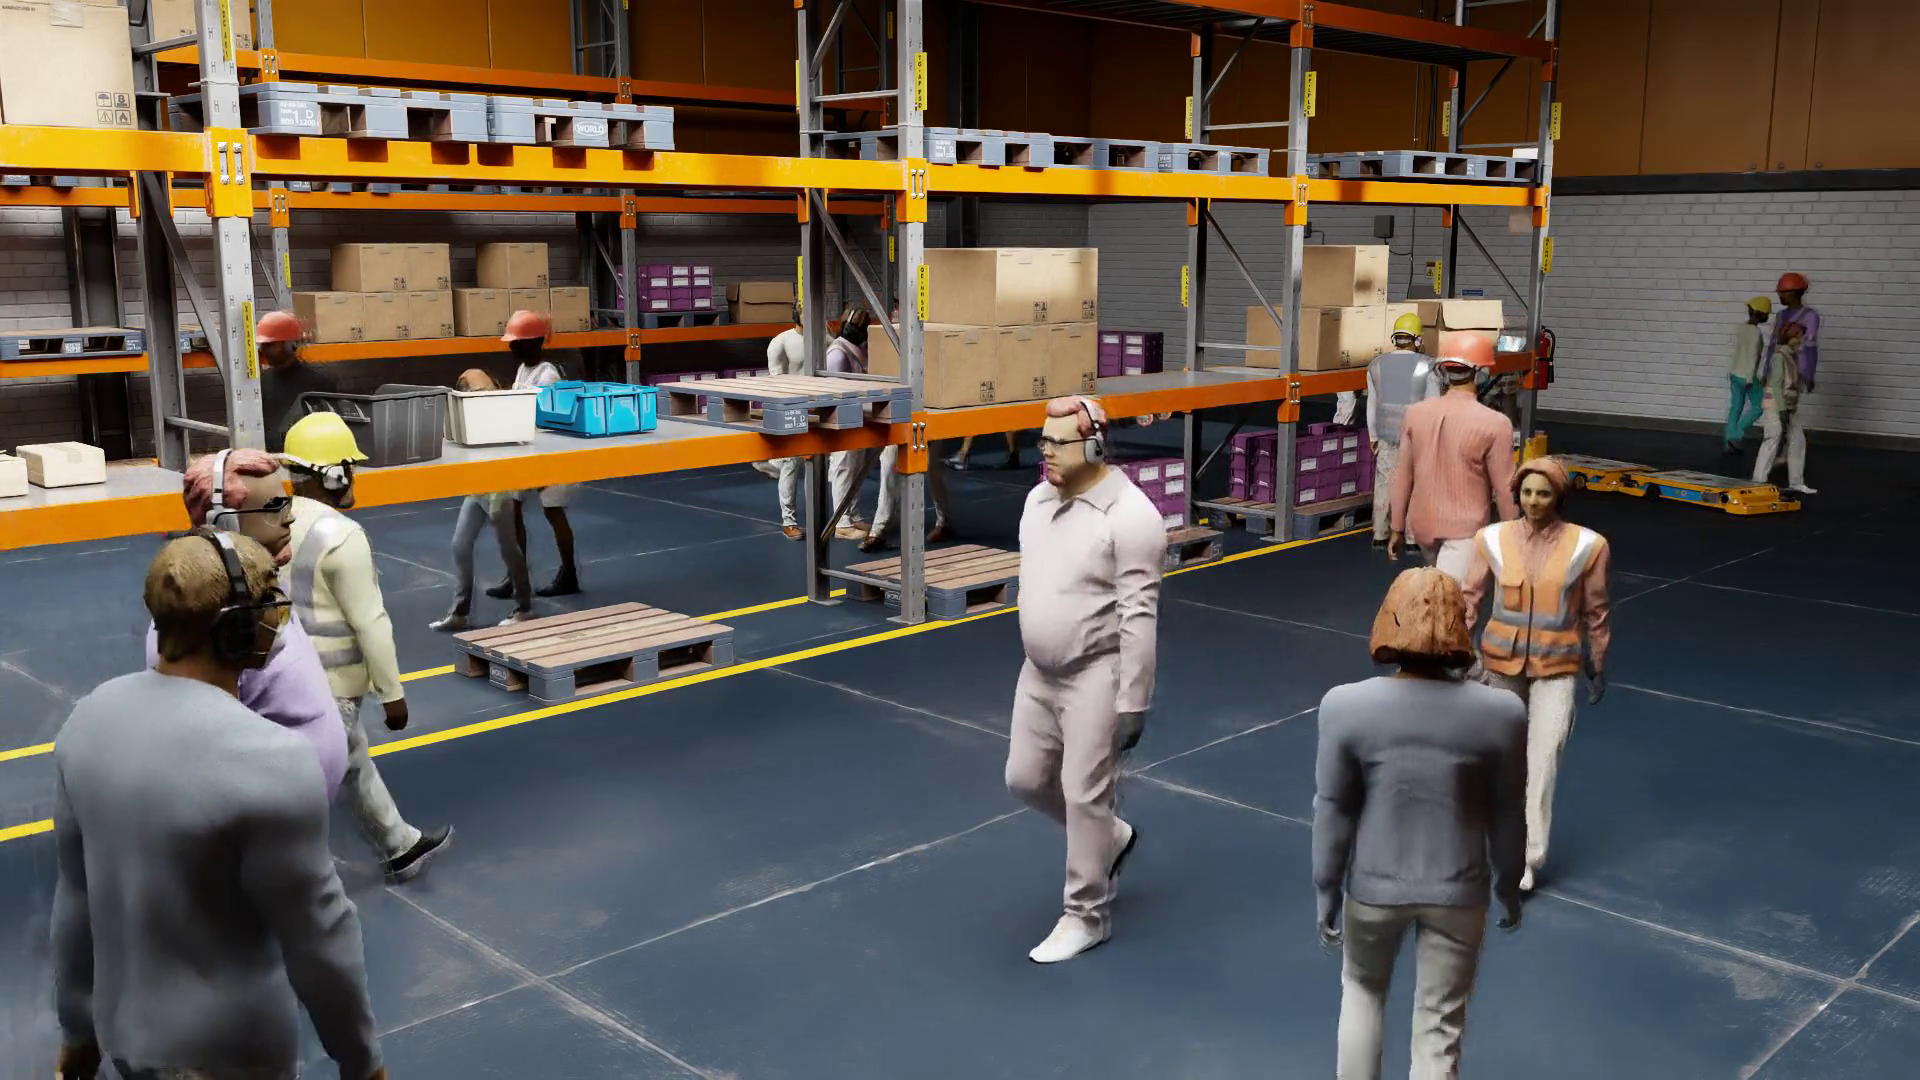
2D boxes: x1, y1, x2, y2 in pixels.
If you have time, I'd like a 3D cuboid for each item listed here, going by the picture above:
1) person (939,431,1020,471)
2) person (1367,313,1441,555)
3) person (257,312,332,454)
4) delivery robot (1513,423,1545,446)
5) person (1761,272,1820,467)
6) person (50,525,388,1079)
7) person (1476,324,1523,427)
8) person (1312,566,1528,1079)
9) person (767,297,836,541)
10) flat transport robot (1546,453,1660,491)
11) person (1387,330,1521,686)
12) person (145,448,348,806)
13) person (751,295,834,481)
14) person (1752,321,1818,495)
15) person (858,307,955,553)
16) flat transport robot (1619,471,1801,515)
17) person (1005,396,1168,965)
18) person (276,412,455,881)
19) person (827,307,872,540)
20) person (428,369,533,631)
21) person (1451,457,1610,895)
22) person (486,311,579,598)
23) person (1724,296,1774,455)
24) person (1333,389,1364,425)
[{"bbox_3d":[0.222,-1.619,16.861,0.948,1.891,0.569,-4,11,-21],"label":"person"},{"bbox_3d":[3.369,-0.803,12.625,0.587,1.827,0.403,9,14,40],"label":"person"},{"bbox_3d":[-4.112,-0.420,10.206,0.621,1.944,1.006,7,13,34],"label":"person"},{"bbox_3d":[5.636,-1.045,17.141,0.477,0.478,0.707,-10,14,-43],"label":"delivery robot"},{"bbox_3d":[8.575,-1.746,17.220,0.462,2.019,0.630,-1,10,-5],"label":"person"},{"bbox_3d":[-1.316,0.900,3.157,0.644,1.881,1.032,7,12,33],"label":"person"},{"bbox_3d":[5.490,-1.484,16.915,0.608,1.613,0.325,2,11,12],"label":"person"},{"bbox_3d":[1.126,0.866,4.101,0.509,1.614,0.514,3,11,16],"label":"person"},{"bbox_3d":[-1.223,-0.974,13.235,0.632,1.940,0.372,-9,13,-39],"label":"person"},{"bbox_3d":[6.025,-0.669,16.120,0.652,0.197,1.431,-4,11,-23],"label":"flat transport robot"},{"bbox_3d":[2.486,-0.063,8.252,1.050,1.938,0.646,-7,13,-35],"label":"person"},{"bbox_3d":[-1.691,0.726,4.046,0.406,1.911,0.638,-3,11,-15],"label":"person"},{"bbox_3d":[-1.567,-1.472,16.227,0.956,1.839,0.580,-2,11,-12],"label":"person"},{"bbox_3d":[7.681,-1.199,15.335,0.665,1.613,0.545,10,14,42],"label":"person"},{"bbox_3d":[-0.369,-0.863,12.791,0.645,1.891,1.030,7,13,34],"label":"person"},{"bbox_3d":[6.685,-0.441,14.880,0.652,0.197,1.431,-5,11,-24],"label":"flat transport robot"},{"bbox_3d":[0.433,0.452,5.596,0.536,1.893,0.653,-8,13,-38],"label":"person"},{"bbox_3d":[-2.127,0.444,5.871,0.624,1.795,0.887,9,13,39],"label":"person"},{"bbox_3d":[-0.848,-0.932,13.290,0.429,1.838,0.621,2,11,12],"label":"person"},{"bbox_3d":[-2.926,-0.226,10.064,0.513,1.598,0.739,9,13,39],"label":"person"},{"bbox_3d":[2.141,0.477,6.274,0.545,1.588,0.888,6,12,29],"label":"person"},{"bbox_3d":[-2.859,-0.538,10.925,0.759,1.909,0.584,-8,13,-36],"label":"person"},{"bbox_3d":[8.600,-1.781,18.145,0.393,1.748,0.532,0,10,0],"label":"person"},{"bbox_3d":[3.998,-1.635,16.989,0.362,1.883,0.575,0,10,-1],"label":"person"}]
